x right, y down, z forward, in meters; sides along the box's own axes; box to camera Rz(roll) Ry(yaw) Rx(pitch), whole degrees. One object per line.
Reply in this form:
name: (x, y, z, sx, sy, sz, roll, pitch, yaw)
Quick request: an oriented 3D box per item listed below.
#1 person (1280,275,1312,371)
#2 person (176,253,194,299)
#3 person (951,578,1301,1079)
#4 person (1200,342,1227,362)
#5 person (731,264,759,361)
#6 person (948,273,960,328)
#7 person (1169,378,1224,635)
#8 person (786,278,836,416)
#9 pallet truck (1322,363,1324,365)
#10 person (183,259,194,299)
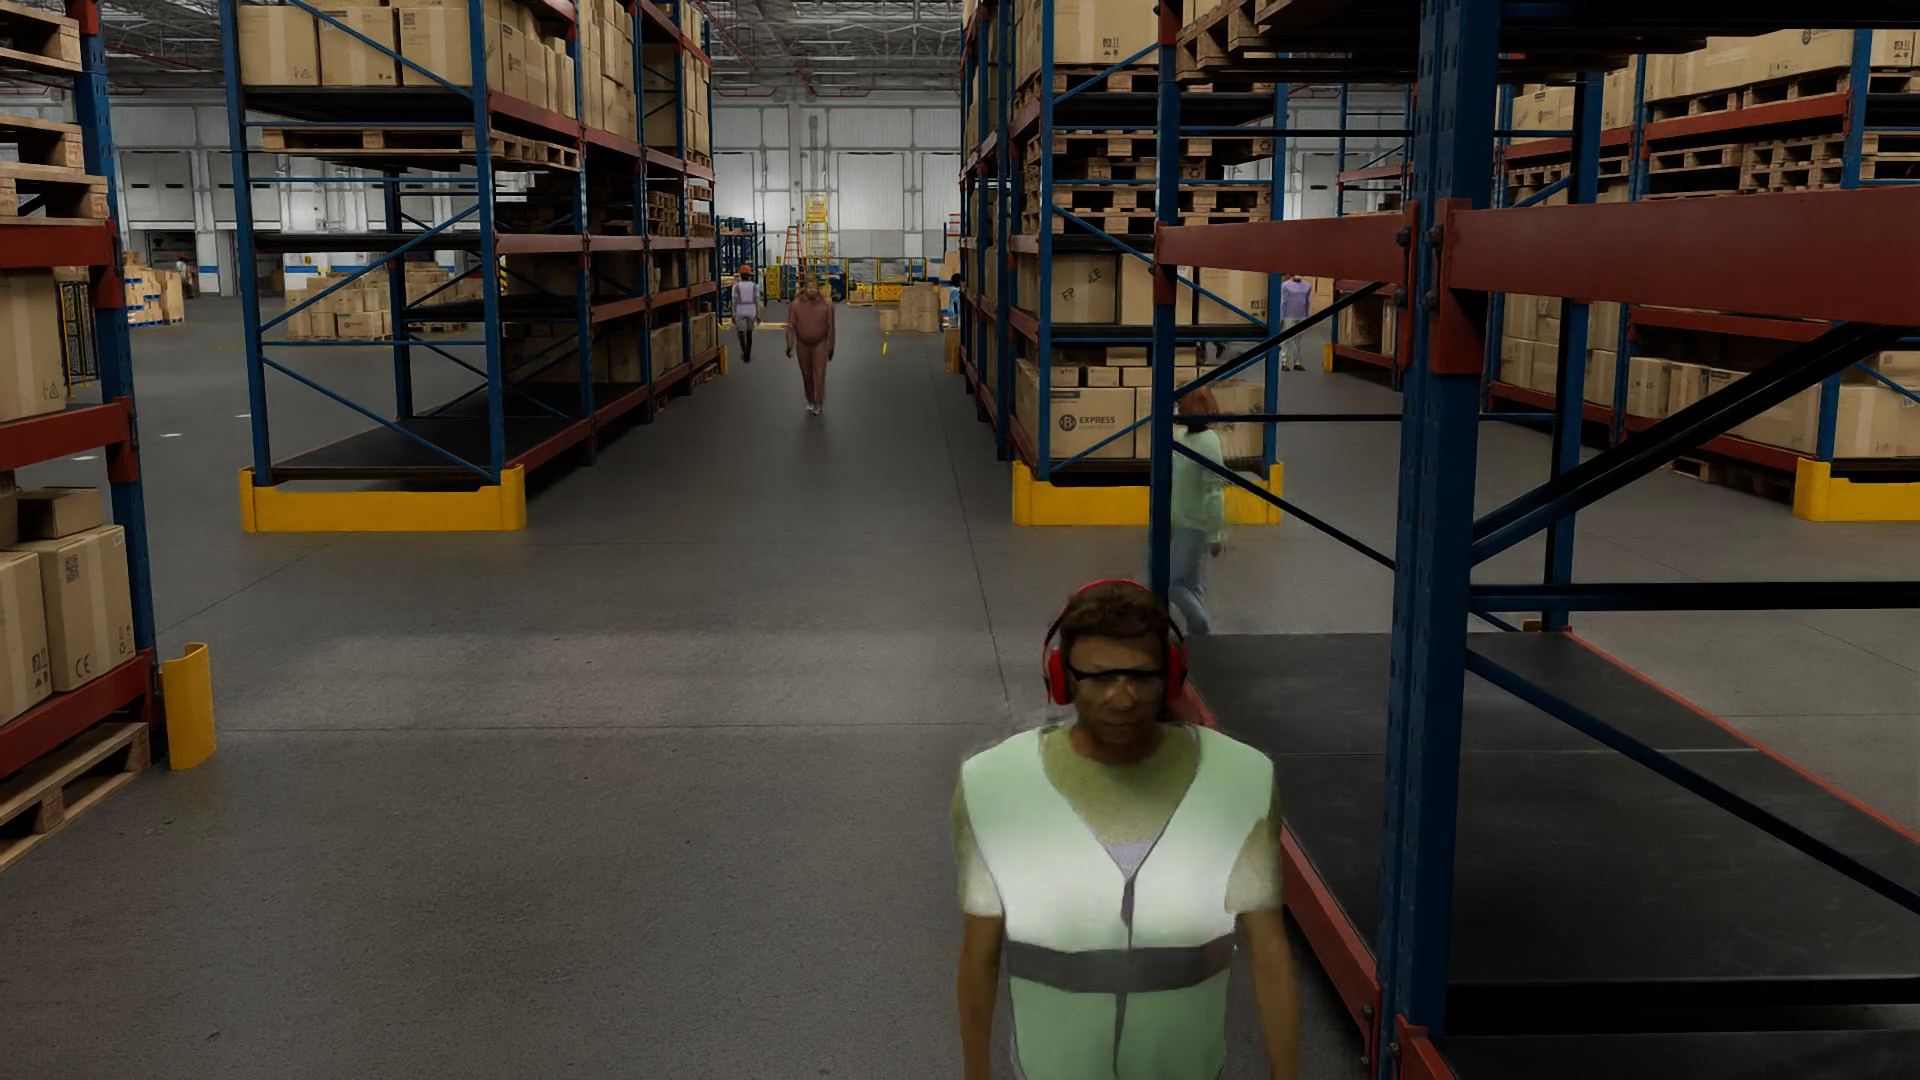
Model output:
person: (6.091, -4.029, 30.198, 0.629, 1.937, 0.376, -3, 11, -17)
person: (-31.740, -10.741, 67.704, 0.909, 1.907, 0.545, 2, 10, 10)
person: (0.287, 0.941, 2.906, 0.592, 1.791, 0.974, -1, 10, -6)
person: (4.847, -4.439, 32.425, 0.593, 1.953, 0.602, 0, 10, 1)
person: (-4.181, -4.436, 32.519, 0.550, 1.917, 0.619, -3, 11, -16)
person: (-0.098, -4.689, 34.537, 0.322, 1.698, 0.530, 0, 10, -2)
person: (1.216, -0.057, 8.955, 0.356, 1.622, 0.505, -1, 10, -8)
person: (-2.038, -2.667, 22.845, 0.645, 1.862, 0.997, 1, 10, 3)
pallet truck: (7.712, -4.157, 30.737, 1.885, 1.965, 0.823, 3, 11, 16)
person: (-31.817, -10.742, 68.383, 0.534, 1.637, 0.921, -1, 10, -4)
